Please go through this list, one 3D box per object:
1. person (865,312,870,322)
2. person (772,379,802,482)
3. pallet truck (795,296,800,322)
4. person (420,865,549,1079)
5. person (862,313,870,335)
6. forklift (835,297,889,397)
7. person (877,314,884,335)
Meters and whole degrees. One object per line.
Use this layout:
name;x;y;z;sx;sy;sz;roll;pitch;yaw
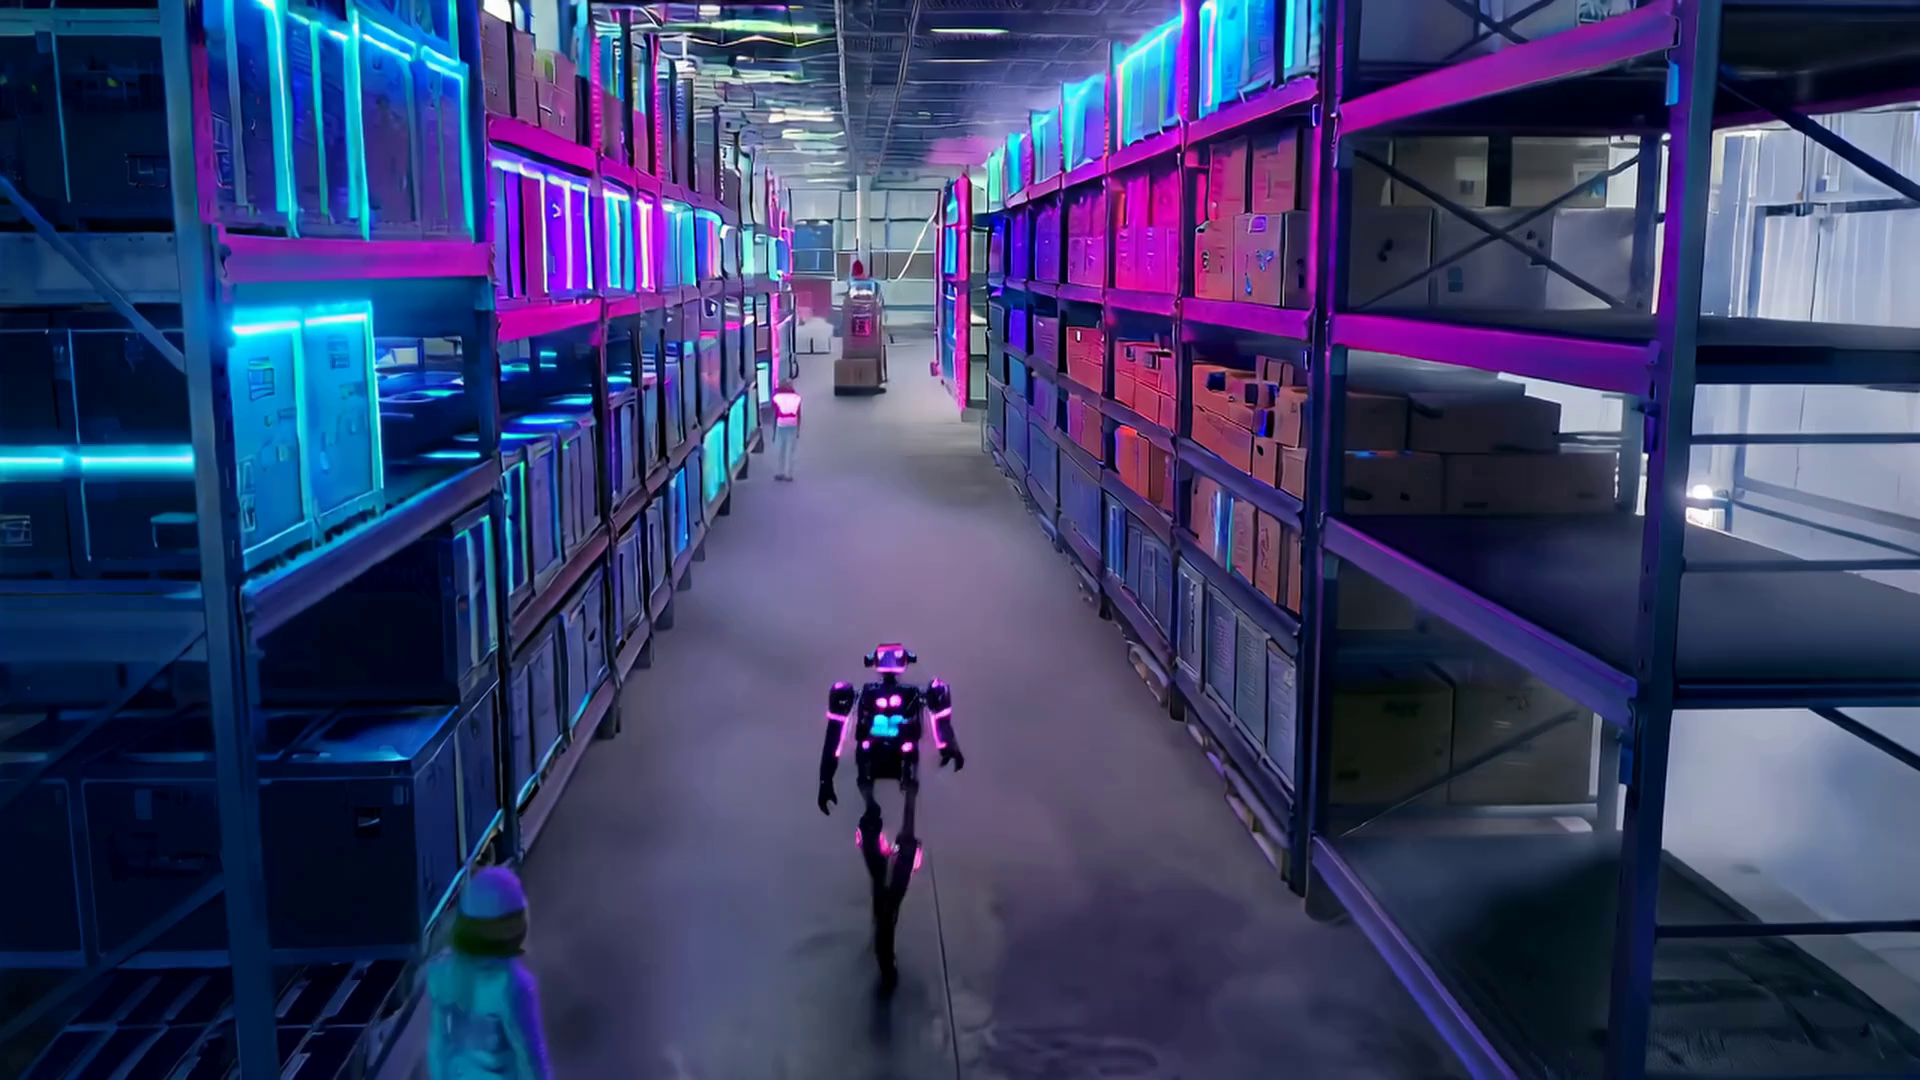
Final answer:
person;-3.760;-8.639;68.712;0.390;1.995;0.613;5;11;26
person;-3.034;-1.928;29.223;0.596;1.788;0.689;-5;11;-26
pallet truck;-8.622;-12.439;91.403;1.885;1.965;0.823;2;10;13
person;-1.679;1.998;5.947;0.514;1.724;0.408;5;11;26
person;-3.417;-7.526;62.258;0.371;1.931;0.543;6;11;33
forklift;-2.837;-5.533;47.519;1.129;2.768;1.873;2;10;13
person;-3.521;-8.739;69.656;0.636;1.893;0.713;1;10;4
